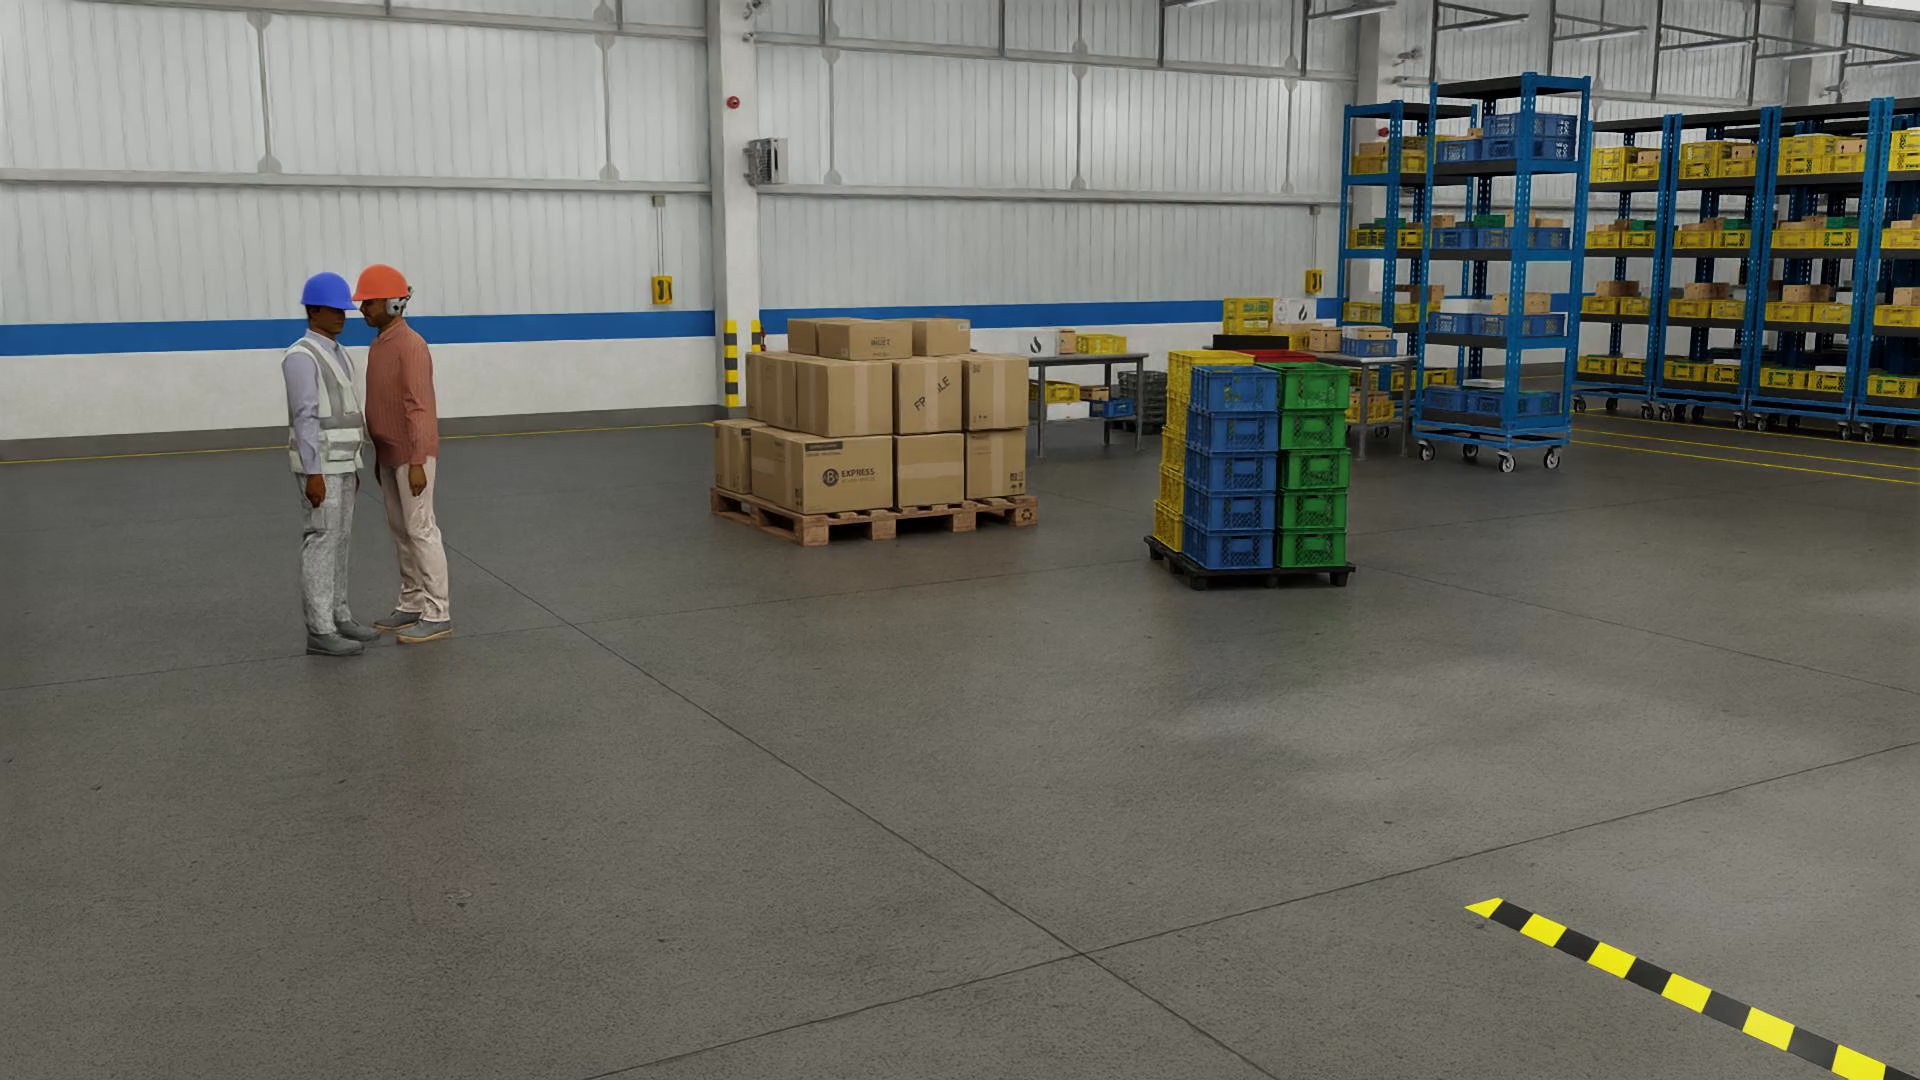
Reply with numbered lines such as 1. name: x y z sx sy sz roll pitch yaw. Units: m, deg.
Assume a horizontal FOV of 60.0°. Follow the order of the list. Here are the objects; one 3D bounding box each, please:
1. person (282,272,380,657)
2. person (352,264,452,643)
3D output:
1. person: -3.222 -0.387 8.508 0.395 1.943 0.614 -1 10 -3
2. person: -2.971 -0.453 8.789 0.415 1.985 0.610 -8 13 -39
